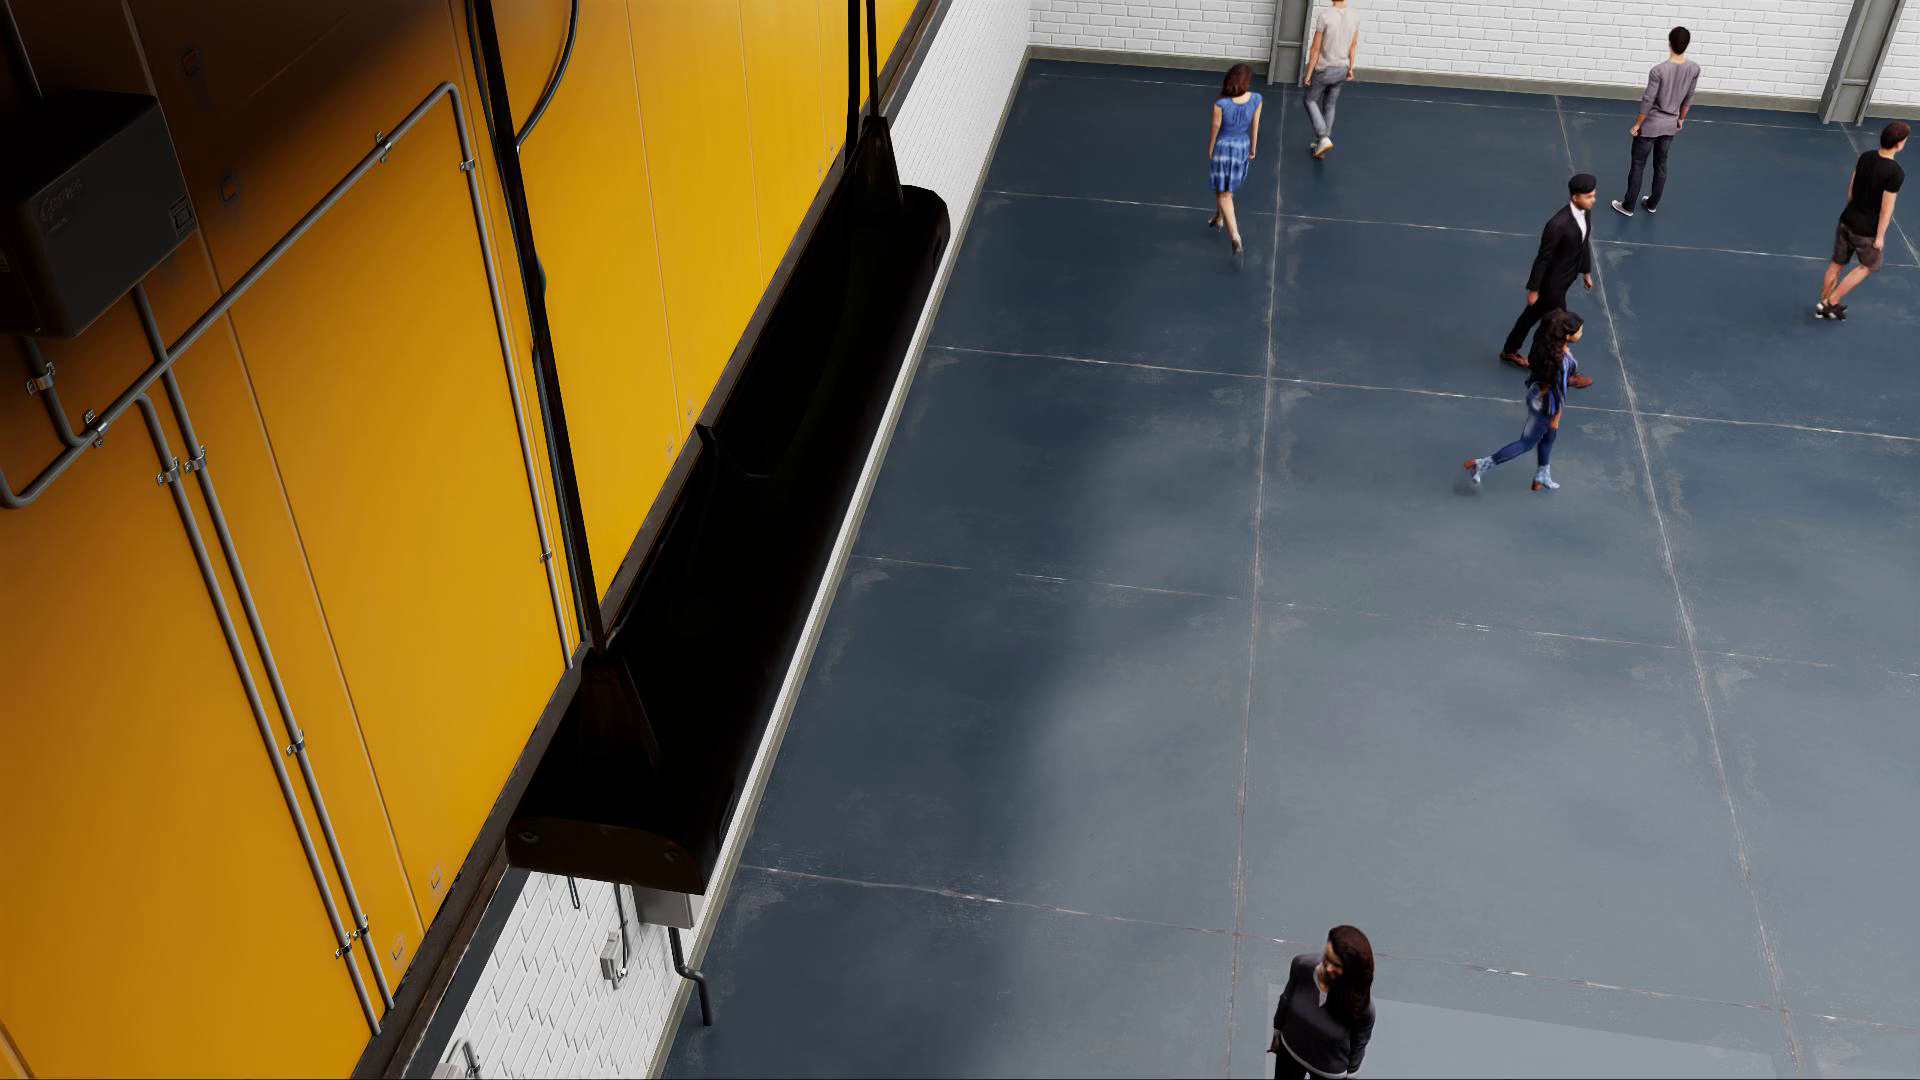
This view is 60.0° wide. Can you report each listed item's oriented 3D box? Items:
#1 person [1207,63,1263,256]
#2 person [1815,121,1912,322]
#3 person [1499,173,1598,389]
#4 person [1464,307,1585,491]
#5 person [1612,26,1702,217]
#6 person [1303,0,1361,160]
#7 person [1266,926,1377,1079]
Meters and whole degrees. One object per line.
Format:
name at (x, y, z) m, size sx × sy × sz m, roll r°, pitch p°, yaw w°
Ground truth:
person at (2.533, -3.486, 15.381) m, size 1.148 × 1.773 × 1.023 m, roll -11°, pitch 40°, yaw -14°
person at (7.714, -2.719, 14.353) m, size 0.816 × 1.857 × 0.808 m, roll -11°, pitch 40°, yaw -13°
person at (4.827, -2.190, 13.702) m, size 1.242 × 1.842 × 1.097 m, roll 30°, pitch 48°, yaw 32°
person at (4.270, -1.000, 12.411) m, size 1.043 × 1.594 × 0.725 m, roll 1°, pitch 39°, yaw 2°
person at (6.720, -4.011, 15.976) m, size 0.621 × 1.850 × 0.802 m, roll -7°, pitch 39°, yaw -9°
person at (3.786, -4.723, 16.852) m, size 0.891 × 1.870 × 0.941 m, roll -11°, pitch 40°, yaw -13°
person at (1.704, 2.446, 7.957) m, size 0.628 × 1.768 × 0.750 m, roll 26°, pitch 46°, yaw 29°
